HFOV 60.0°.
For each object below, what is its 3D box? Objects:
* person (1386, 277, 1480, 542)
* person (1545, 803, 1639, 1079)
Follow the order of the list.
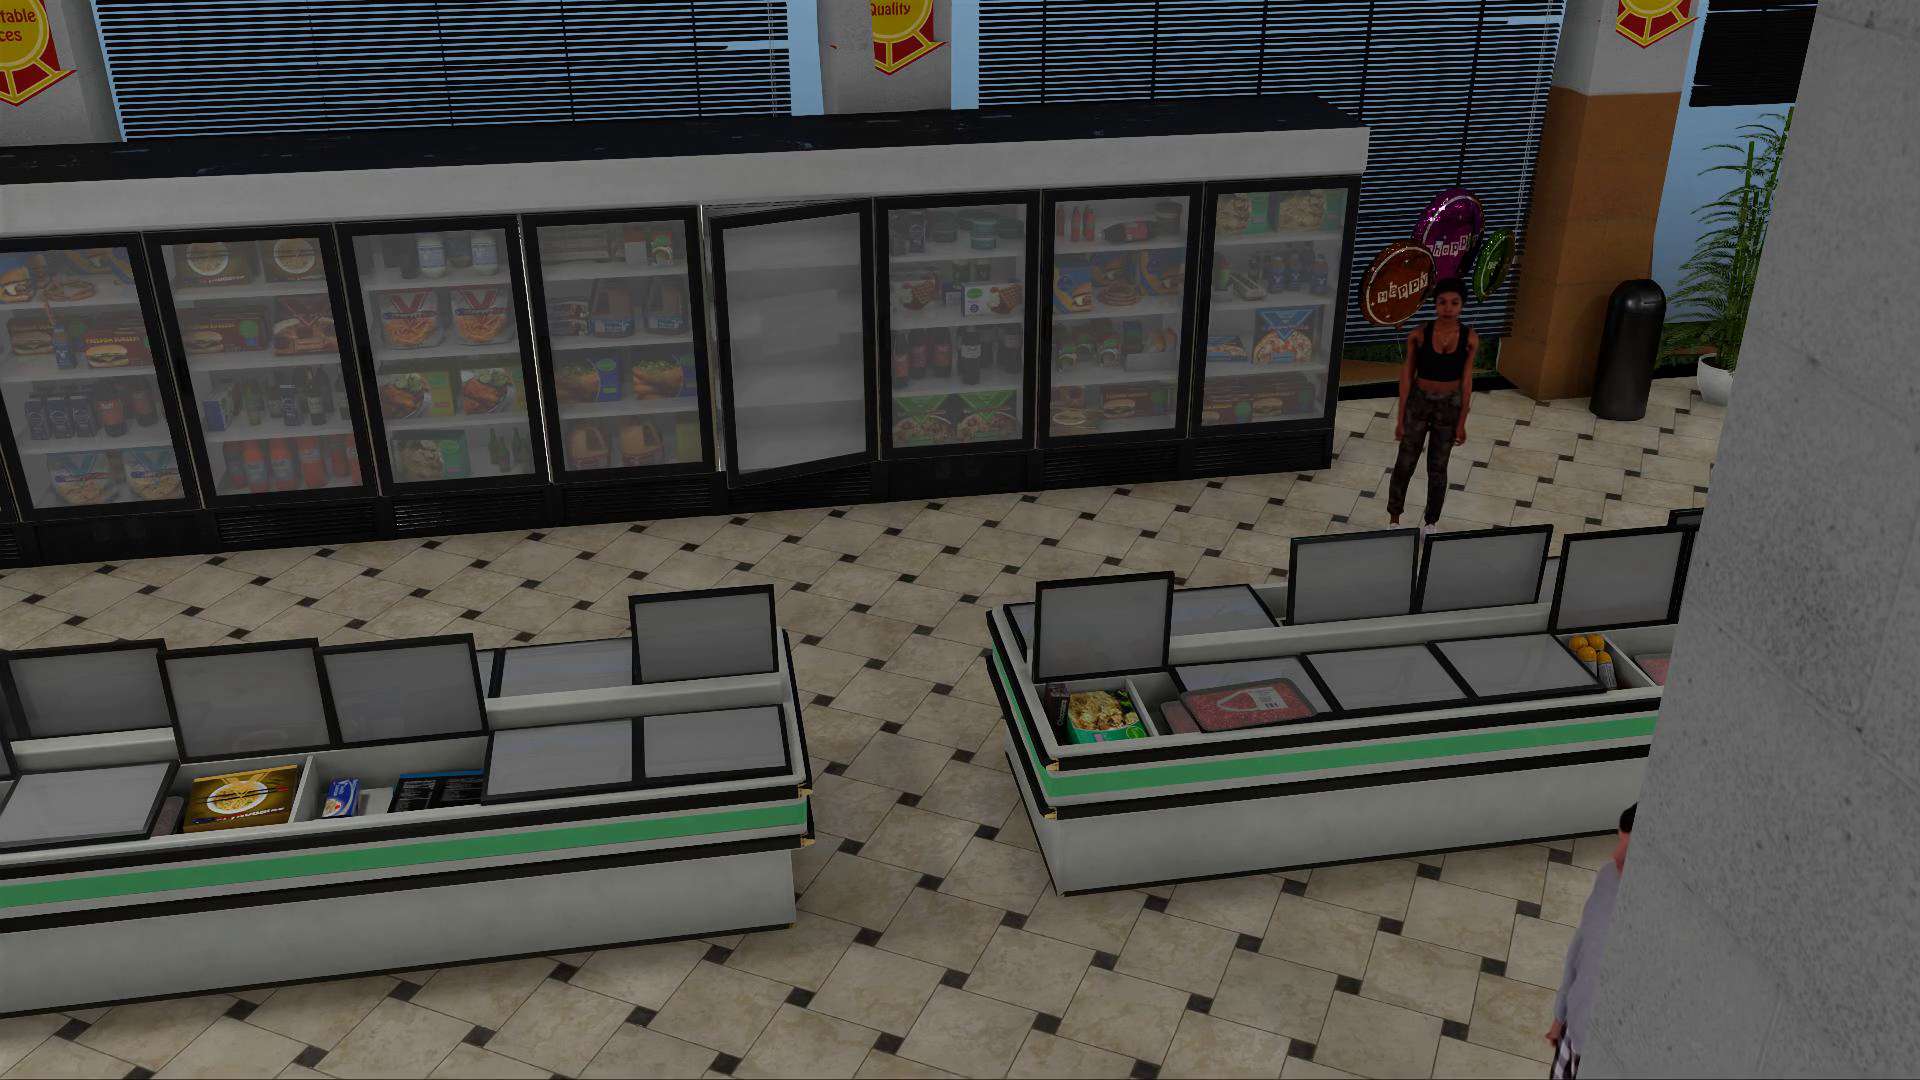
[{"bbox_3d":[2.799,-0.746,9.853,0.600,1.699,0.715,6,27,11],"label":"person"},{"bbox_3d":[2.024,1.569,5.124,0.577,1.847,0.655,-8,28,-16],"label":"person"}]
